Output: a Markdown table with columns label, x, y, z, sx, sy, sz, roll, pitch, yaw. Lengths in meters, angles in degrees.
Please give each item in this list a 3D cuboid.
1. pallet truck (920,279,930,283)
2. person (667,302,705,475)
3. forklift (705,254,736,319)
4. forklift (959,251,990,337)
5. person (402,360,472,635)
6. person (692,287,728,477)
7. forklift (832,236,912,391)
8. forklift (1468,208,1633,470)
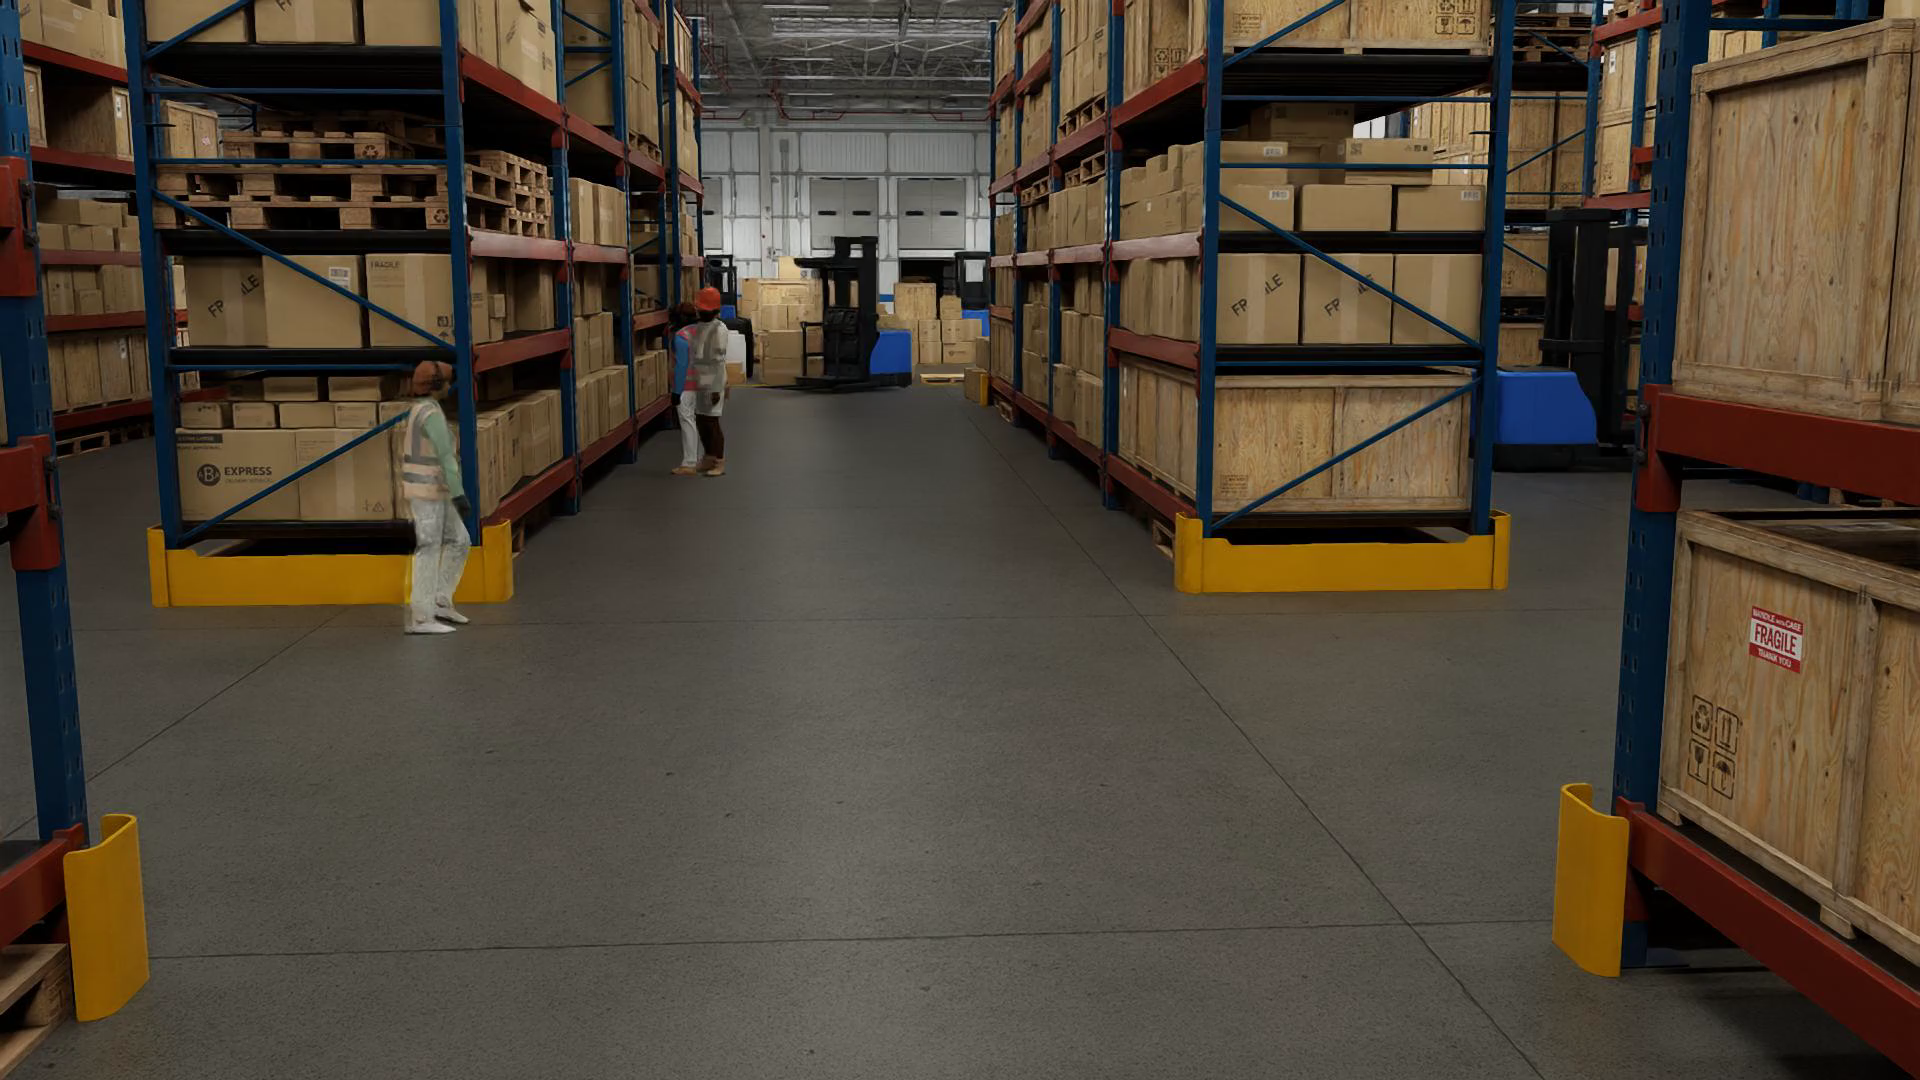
| label | x | y | z | sx | sy | sz | roll | pitch | yaw |
| --- | --- | --- | --- | --- | --- | --- | --- | --- | --- |
| pallet truck | -0.932 | -8.922 | 63.114 | 1.885 | 1.965 | 0.823 | 2 | 9 | 13 |
| person | -2.886 | -1.601 | 17.653 | 0.429 | 1.838 | 0.622 | 3 | 10 | 18 |
| forklift | -8.230 | -8.396 | 57.051 | 1.129 | 2.768 | 1.873 | -1 | 9 | -4 |
| forklift | 0.431 | -7.232 | 49.740 | 1.129 | 2.768 | 1.873 | -1 | 9 | -4 |
| person | -3.065 | -0.244 | 9.825 | 0.486 | 1.618 | 0.560 | -4 | 10 | -21 |
| person | -2.647 | -1.643 | 17.434 | 0.403 | 2.003 | 0.700 | -6 | 11 | -35 |
| forklift | -1.891 | -4.182 | 30.587 | 1.873 | 2.768 | 1.129 | -8 | 12 | -41 |
| forklift | 6.661 | -2.202 | 18.158 | 1.873 | 2.768 | 1.129 | -1 | 9 | -4 |
